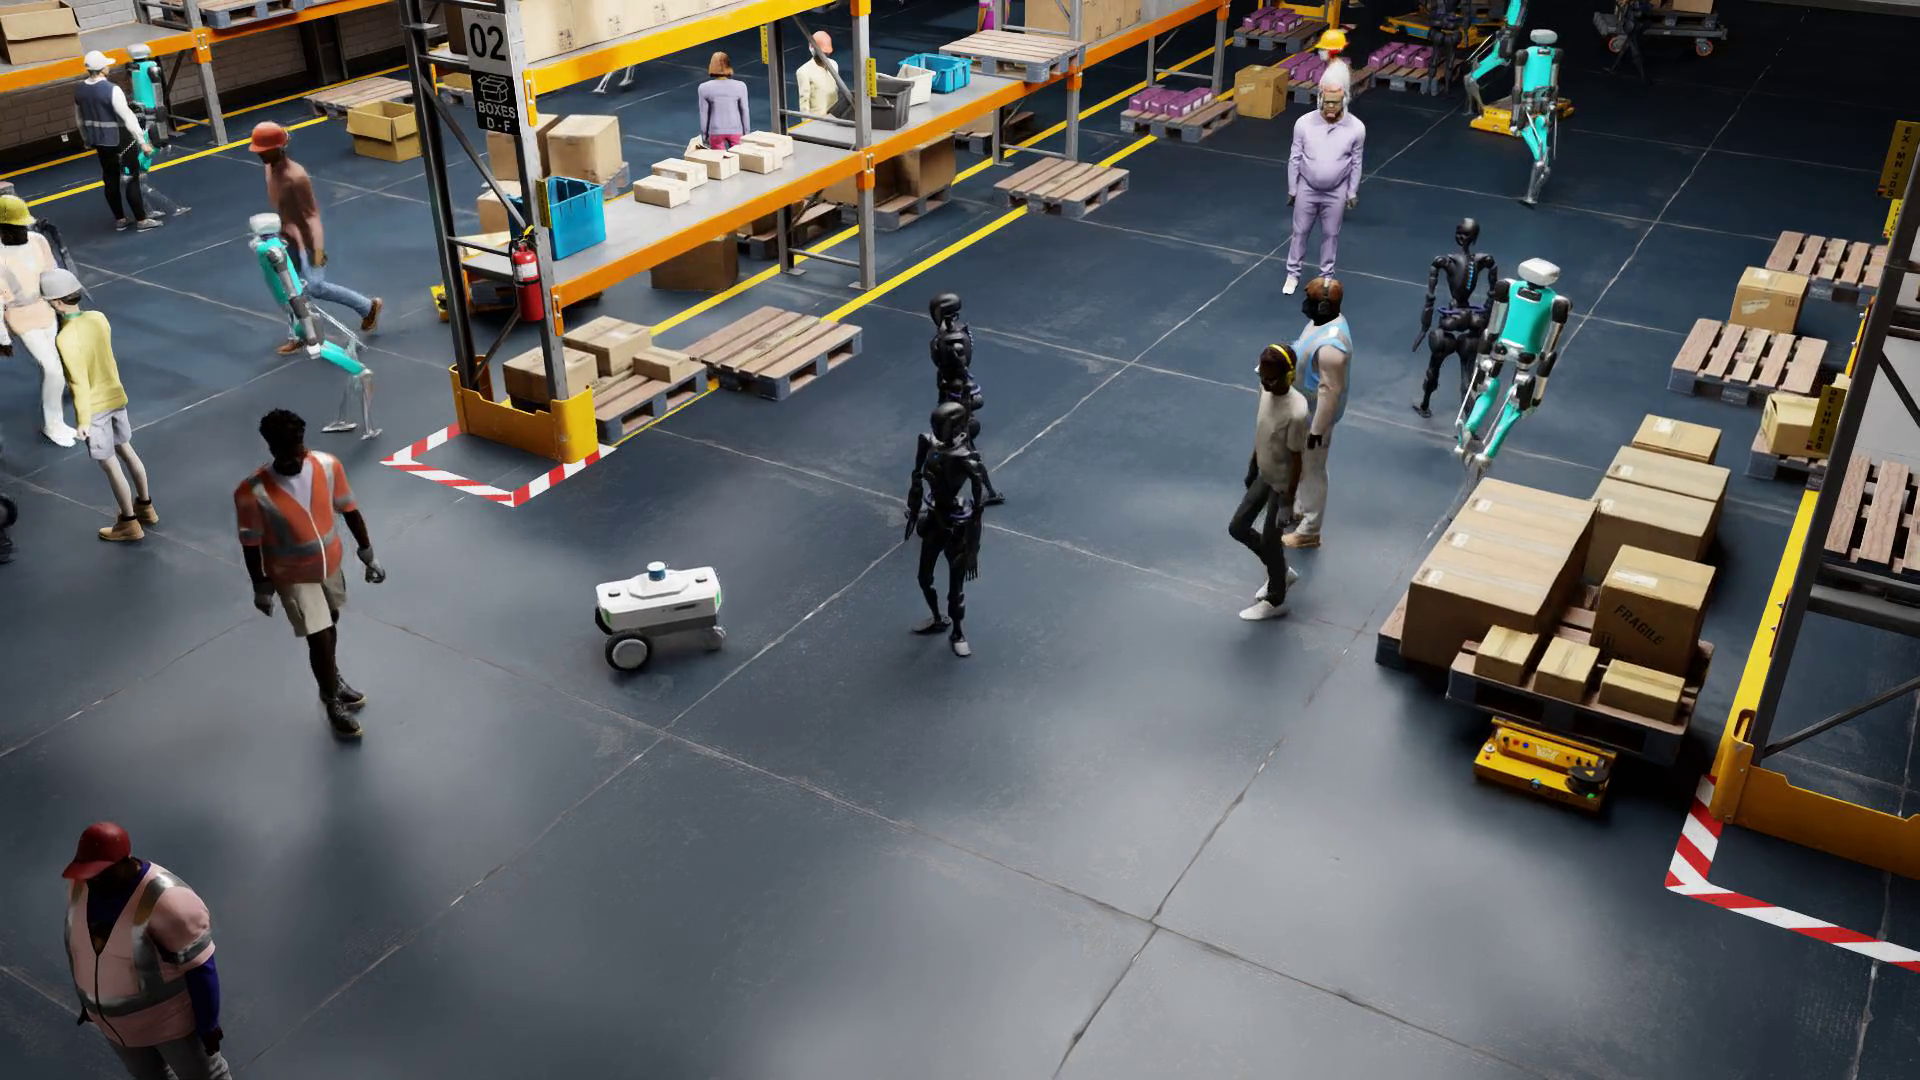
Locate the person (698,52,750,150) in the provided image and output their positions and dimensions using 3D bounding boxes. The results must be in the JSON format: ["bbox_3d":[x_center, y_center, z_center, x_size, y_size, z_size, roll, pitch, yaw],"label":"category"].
[{"bbox_3d":[-2.367,-4.096,16.806,0.500,1.627,0.293,-1,30,-3],"label":"person"}]

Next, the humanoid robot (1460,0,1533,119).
[{"bbox_3d":[6.314,-5.863,19.833,0.818,1.790,0.596,2,30,4],"label":"humanoid robot"}]

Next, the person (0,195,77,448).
[{"bbox_3d":[-6.706,-1.582,12.093,0.576,1.903,0.579,6,30,11],"label":"person"}]

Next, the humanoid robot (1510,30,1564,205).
[{"bbox_3d":[5.941,-4.199,16.958,0.543,1.842,0.787,-9,31,-15],"label":"humanoid robot"}]

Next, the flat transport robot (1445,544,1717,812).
[{"bbox_3d":[3.384,0.963,9.238,0.659,0.231,1.431,16,33,27],"label":"flat transport robot"}]

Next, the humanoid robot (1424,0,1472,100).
[{"bbox_3d":[6.094,-6.387,20.794,0.315,1.657,0.599,-24,37,-36],"label":"humanoid robot"}]

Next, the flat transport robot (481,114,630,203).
[{"bbox_3d":[-4.091,-3.436,17.020,0.659,0.231,1.431,4,30,7],"label":"flat transport robot"}]

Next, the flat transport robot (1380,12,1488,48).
[{"bbox_3d":[6.812,-7.335,23.917,0.659,0.231,1.431,-20,35,-31],"label":"flat transport robot"}]

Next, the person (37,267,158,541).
[{"bbox_3d":[-5.619,-0.881,10.861,0.389,1.887,0.470,2,30,4],"label":"person"}]

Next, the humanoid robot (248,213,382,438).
[{"bbox_3d":[-4.649,-1.572,12.251,0.831,1.795,0.583,-19,35,-30],"label":"humanoid robot"}]

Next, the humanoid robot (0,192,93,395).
[{"bbox_3d":[-7.121,-1.936,12.966,0.623,1.623,0.753,-24,37,-36],"label":"humanoid robot"}]

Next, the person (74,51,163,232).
[{"bbox_3d":[-8.313,-3.906,16.336,0.755,1.757,0.449,8,30,14],"label":"person"}]

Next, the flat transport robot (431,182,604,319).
[{"bbox_3d":[-3.987,-2.270,14.956,1.431,0.231,0.659,-11,31,-19],"label":"flat transport robot"}]

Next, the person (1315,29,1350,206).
[{"bbox_3d":[3.671,-4.129,16.604,0.445,1.885,0.590,12,31,19],"label":"person"}]

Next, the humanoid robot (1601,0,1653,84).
[{"bbox_3d":[8.742,-6.766,21.538,0.603,1.622,0.799,-22,36,-34],"label":"humanoid robot"}]

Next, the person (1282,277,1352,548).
[{"bbox_3d":[2.283,-0.828,10.808,0.429,1.841,0.635,3,30,5],"label":"person"}]

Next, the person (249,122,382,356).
[{"bbox_3d":[-5.355,-2.508,13.669,0.654,1.957,0.802,25,38,37],"label":"person"}]

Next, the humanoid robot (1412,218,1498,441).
[{"bbox_3d":[3.694,-1.563,12.337,0.612,1.614,0.817,-5,30,-9],"label":"humanoid robot"}]

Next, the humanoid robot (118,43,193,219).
[{"bbox_3d":[-8.140,-3.964,16.482,0.549,1.775,0.892,22,36,33],"label":"humanoid robot"}]

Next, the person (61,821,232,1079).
[{"bbox_3d":[-3.065,1.778,6.288,0.603,1.755,0.420,7,30,12],"label":"person"}]

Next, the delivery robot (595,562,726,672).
[{"bbox_3d":[-1.786,0.408,9.918,0.768,0.583,0.499,-9,31,-16],"label":"delivery robot"}]

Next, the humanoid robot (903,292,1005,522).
[{"bbox_3d":[-0.039,-0.894,11.137,0.778,1.617,0.611,-9,31,-15],"label":"humanoid robot"}]

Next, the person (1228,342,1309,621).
[{"bbox_3d":[1.856,-0.336,9.937,0.411,1.840,0.590,-8,30,-14],"label":"person"}]

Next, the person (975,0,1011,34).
[{"bbox_3d":[0.404,-6.392,20.646,0.509,1.845,0.340,-23,36,-34],"label":"person"}]

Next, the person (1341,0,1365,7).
[{"bbox_3d":[6.076,-9.108,25.543,0.328,1.752,0.560,-16,33,-27],"label":"person"}]

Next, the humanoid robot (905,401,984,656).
[{"bbox_3d":[-0.079,-0.075,9.651,0.347,1.644,0.600,-26,38,-37],"label":"humanoid robot"}]

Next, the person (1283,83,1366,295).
[{"bbox_3d":[3.215,-3.095,14.754,0.638,1.910,0.405,6,30,10],"label":"person"}]

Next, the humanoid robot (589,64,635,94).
[{"bbox_3d":[-4.360,-6.483,20.912,0.553,1.762,0.914,19,35,30],"label":"humanoid robot"}]

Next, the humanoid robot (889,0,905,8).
[{"bbox_3d":[-0.991,-9.088,25.639,0.589,1.627,0.783,-2,30,-4],"label":"humanoid robot"}]

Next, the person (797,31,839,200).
[{"bbox_3d":[-1.414,-4.360,17.146,0.337,1.747,0.567,21,36,33],"label":"person"}]

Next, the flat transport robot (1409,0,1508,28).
[{"bbox_3d":[7.449,-7.762,24.673,1.431,0.231,0.659,1,29,2],"label":"flat transport robot"}]

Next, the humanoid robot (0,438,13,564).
[{"bbox_3d":[-6.400,-0.618,10.606,0.438,1.655,0.603,8,30,13],"label":"humanoid robot"}]

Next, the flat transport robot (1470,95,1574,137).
[{"bbox_3d":[6.794,-5.144,20.041,0.659,0.231,1.431,24,37,36],"label":"flat transport robot"}]

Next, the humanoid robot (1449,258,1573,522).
[{"bbox_3d":[3.557,-0.906,11.137,0.569,1.865,0.858,26,38,38],"label":"humanoid robot"}]

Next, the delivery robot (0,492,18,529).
[{"bbox_3d":[-6.728,-0.193,11.005,0.808,0.607,0.499,-2,30,-3],"label":"delivery robot"}]

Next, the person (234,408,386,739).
[{"bbox_3d":[-3.455,0.165,8.952,0.692,1.931,0.642,19,34,30],"label":"person"}]
